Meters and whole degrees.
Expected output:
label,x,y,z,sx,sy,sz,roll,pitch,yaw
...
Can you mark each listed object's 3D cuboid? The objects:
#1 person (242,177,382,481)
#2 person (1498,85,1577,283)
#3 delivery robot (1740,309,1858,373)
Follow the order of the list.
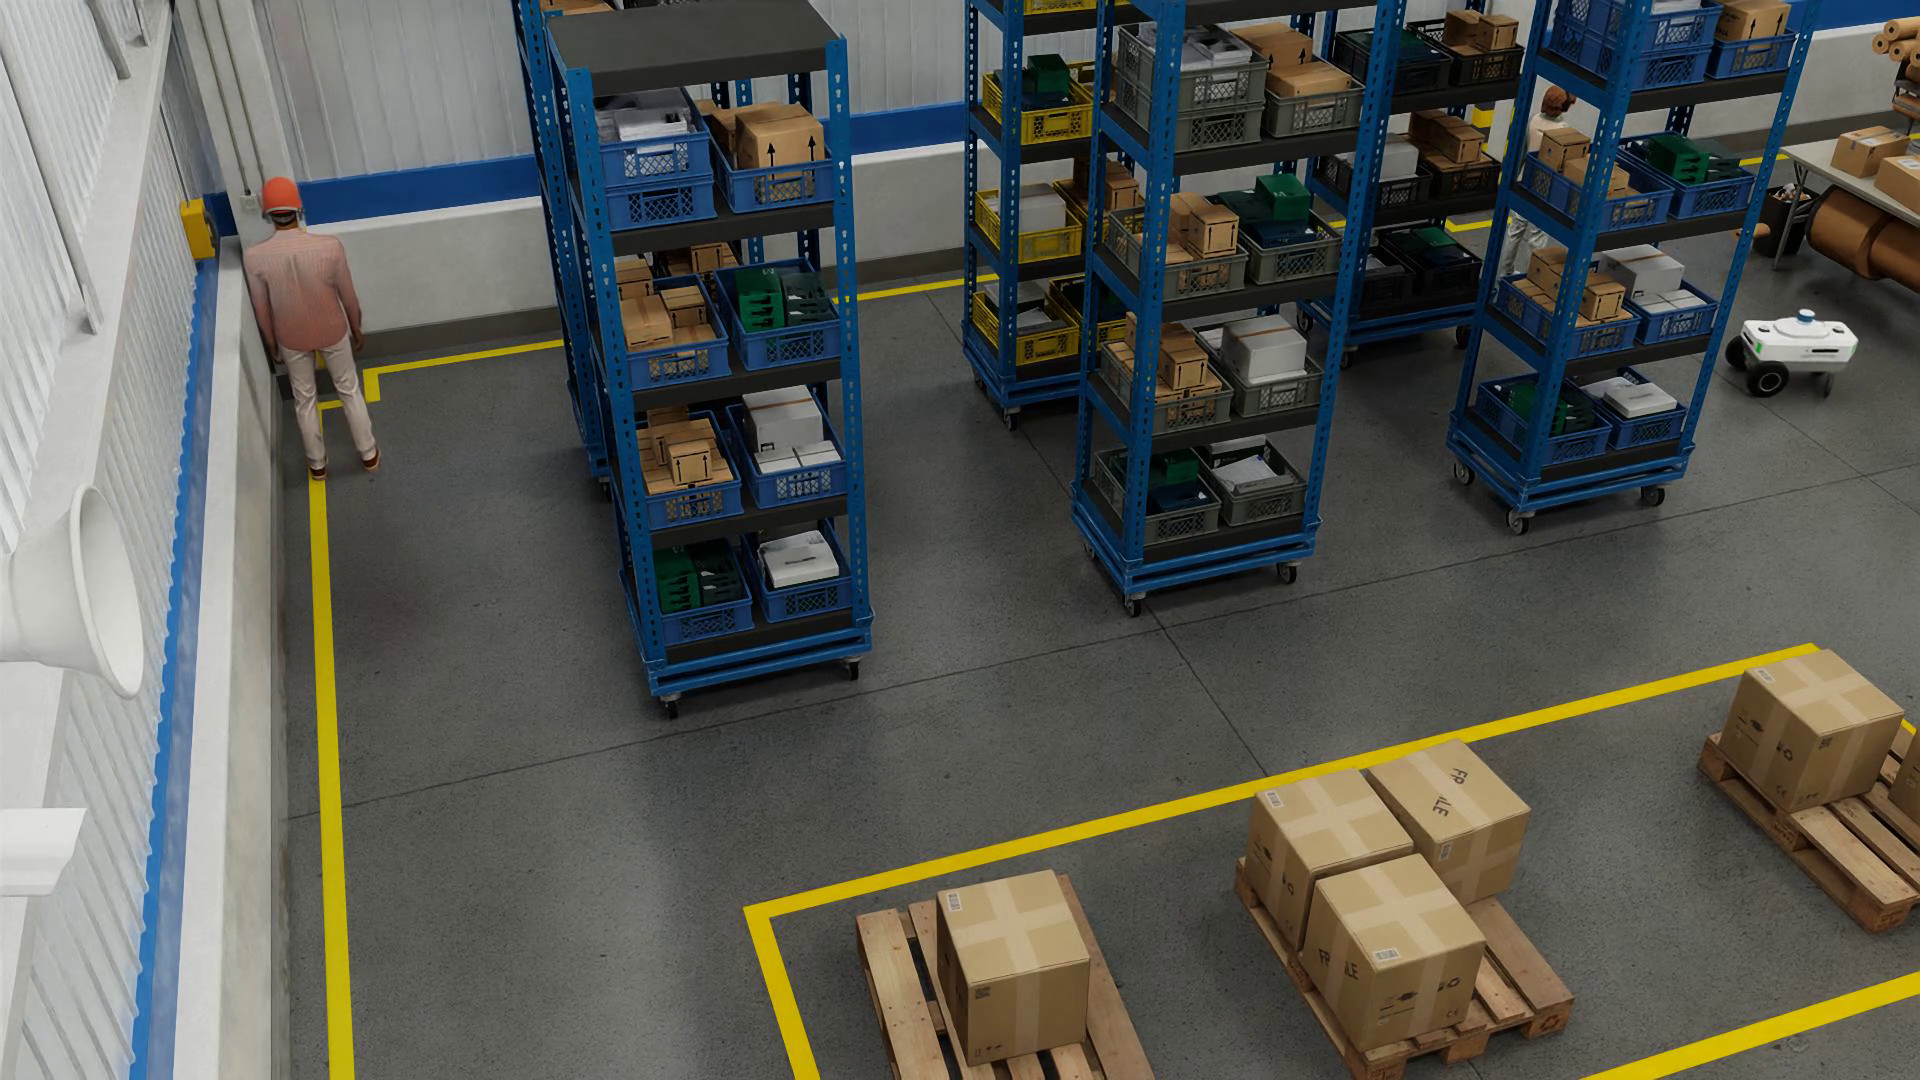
label,x,y,z,sx,sy,sz,roll,pitch,yaw
person,-4.059,-1.315,10.425,0.613,1.984,0.419,-11,37,-16
person,4.406,-2.662,12.626,0.307,1.641,0.514,-20,40,-25
delivery robot,5.875,-1.383,11.670,0.707,0.478,0.477,1,35,1
